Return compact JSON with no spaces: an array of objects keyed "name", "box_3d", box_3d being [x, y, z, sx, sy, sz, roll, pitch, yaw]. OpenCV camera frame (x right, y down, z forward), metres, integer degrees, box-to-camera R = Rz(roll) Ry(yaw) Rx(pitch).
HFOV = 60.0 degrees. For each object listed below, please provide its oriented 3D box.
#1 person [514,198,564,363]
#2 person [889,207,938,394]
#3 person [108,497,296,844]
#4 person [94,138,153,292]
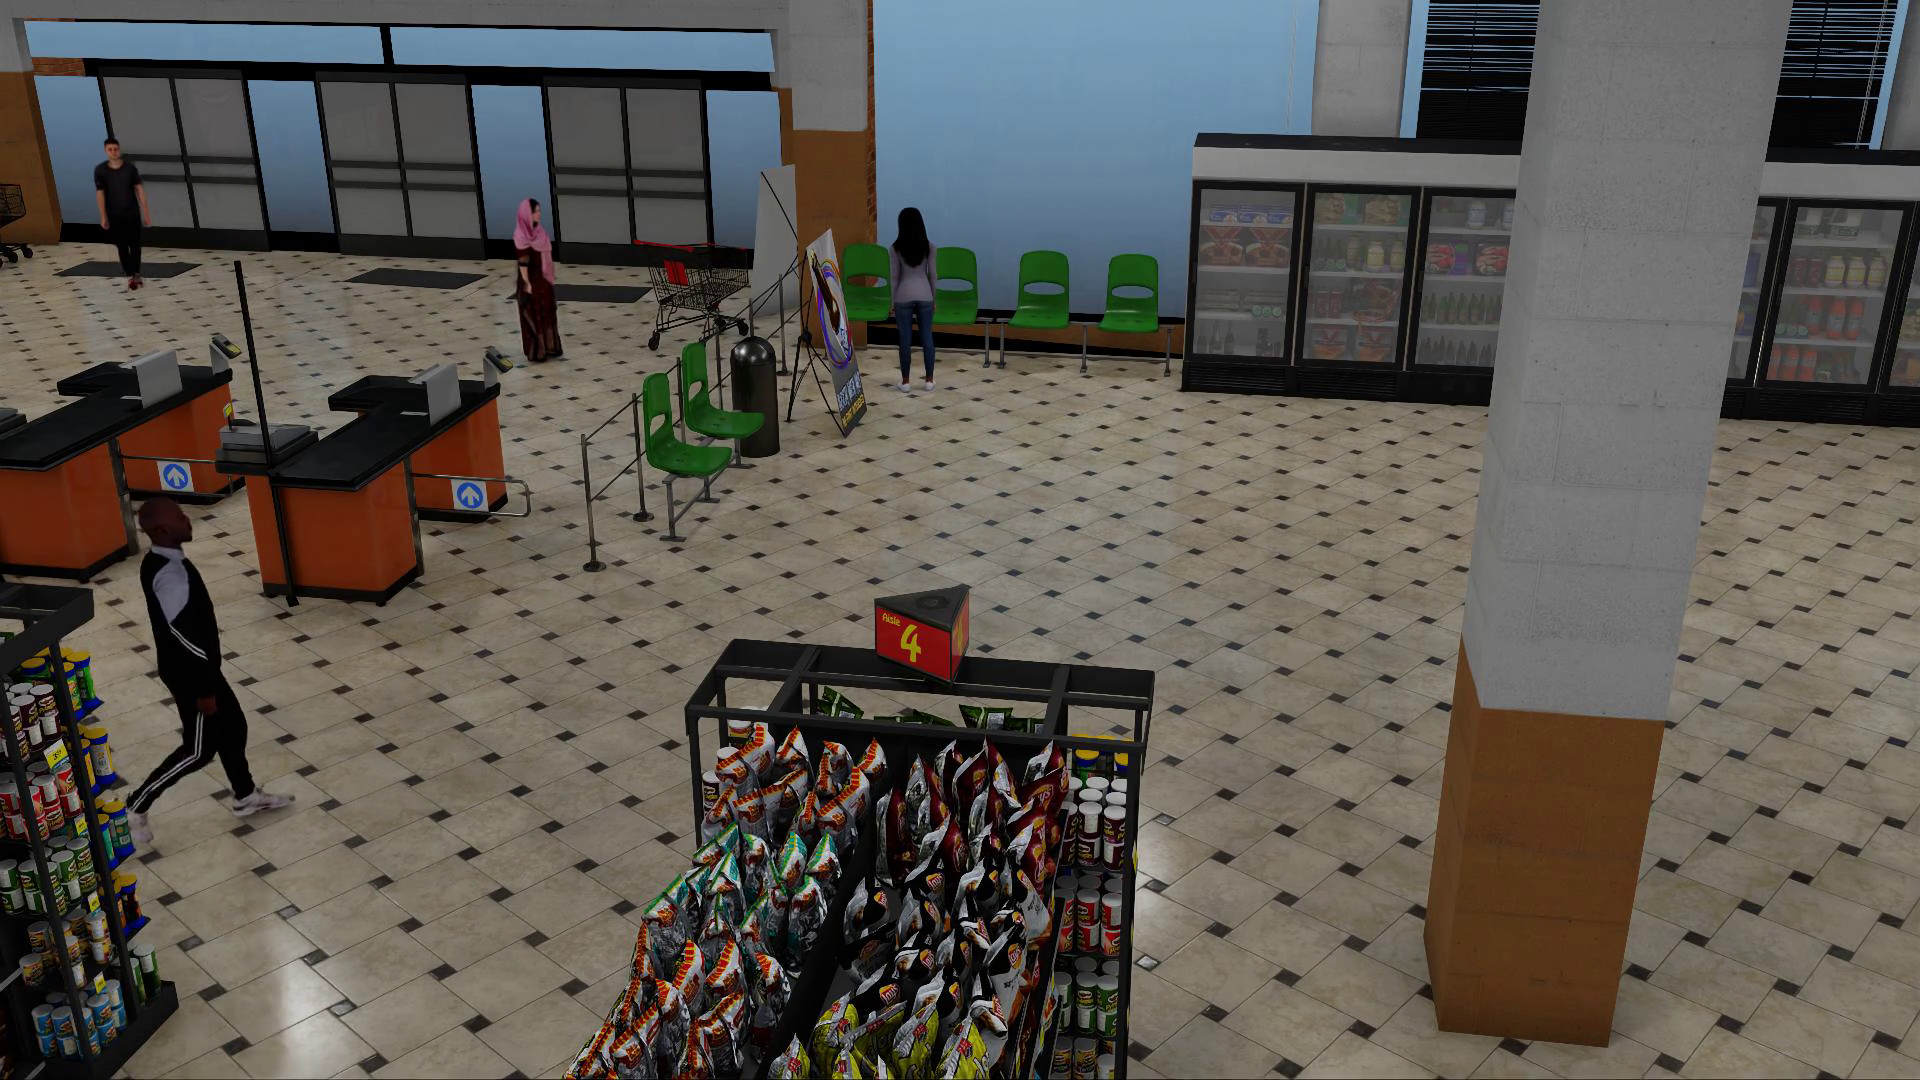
[{"name":"person","box_3d":[-4.260,-2.604,16.632,0.789,1.633,0.625,10,24,22]},{"name":"person","box_3d":[-0.433,-2.247,15.606,0.660,1.736,0.619,-3,22,-6]},{"name":"person","box_3d":[-3.914,0.671,8.259,1.134,1.798,1.135,-11,24,-26]},{"name":"person","box_3d":[-9.809,-3.814,19.515,1.087,1.727,1.167,-13,25,-30]}]
